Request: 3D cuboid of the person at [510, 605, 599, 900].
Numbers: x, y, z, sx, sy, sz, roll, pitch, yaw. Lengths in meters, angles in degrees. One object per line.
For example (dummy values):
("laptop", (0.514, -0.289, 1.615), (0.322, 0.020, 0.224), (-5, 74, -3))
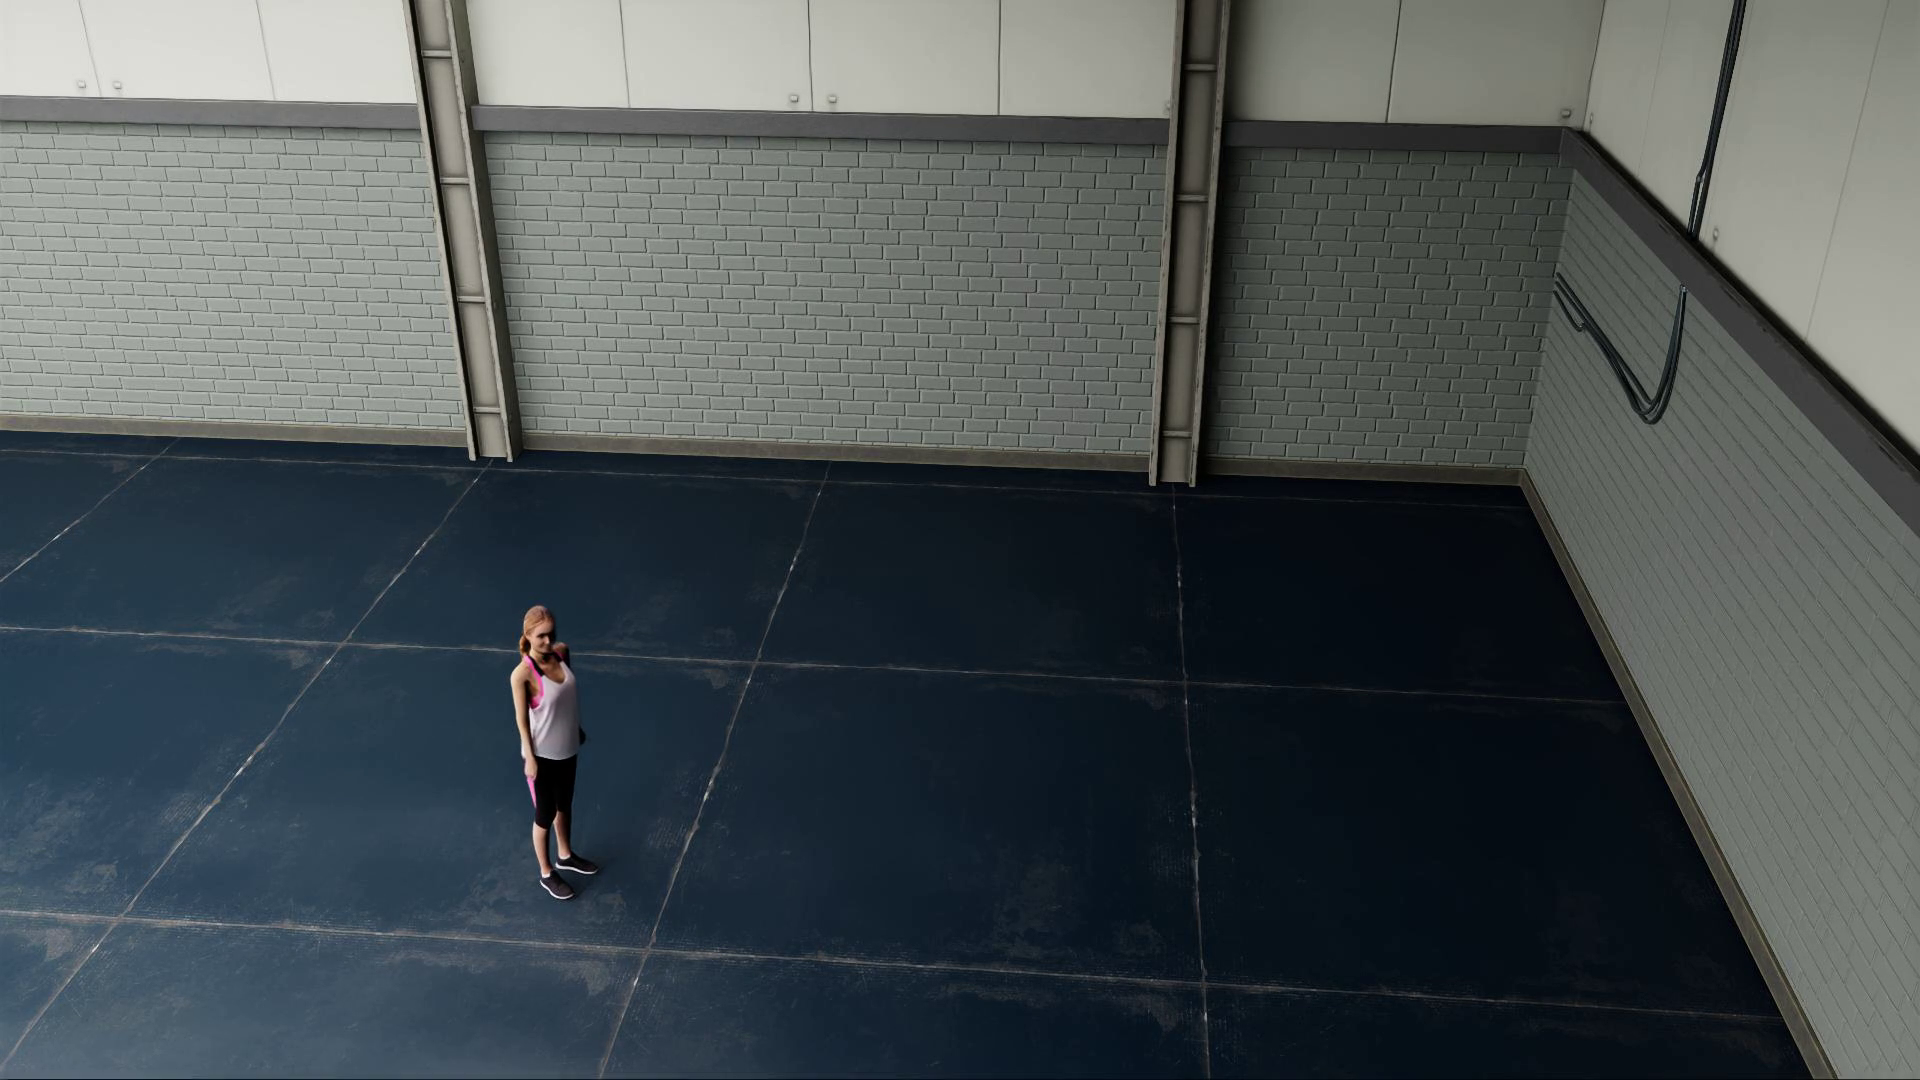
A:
("person", (-2.262, 1.148, 9.179), (0.652, 1.786, 0.675), (13, 30, 24))
